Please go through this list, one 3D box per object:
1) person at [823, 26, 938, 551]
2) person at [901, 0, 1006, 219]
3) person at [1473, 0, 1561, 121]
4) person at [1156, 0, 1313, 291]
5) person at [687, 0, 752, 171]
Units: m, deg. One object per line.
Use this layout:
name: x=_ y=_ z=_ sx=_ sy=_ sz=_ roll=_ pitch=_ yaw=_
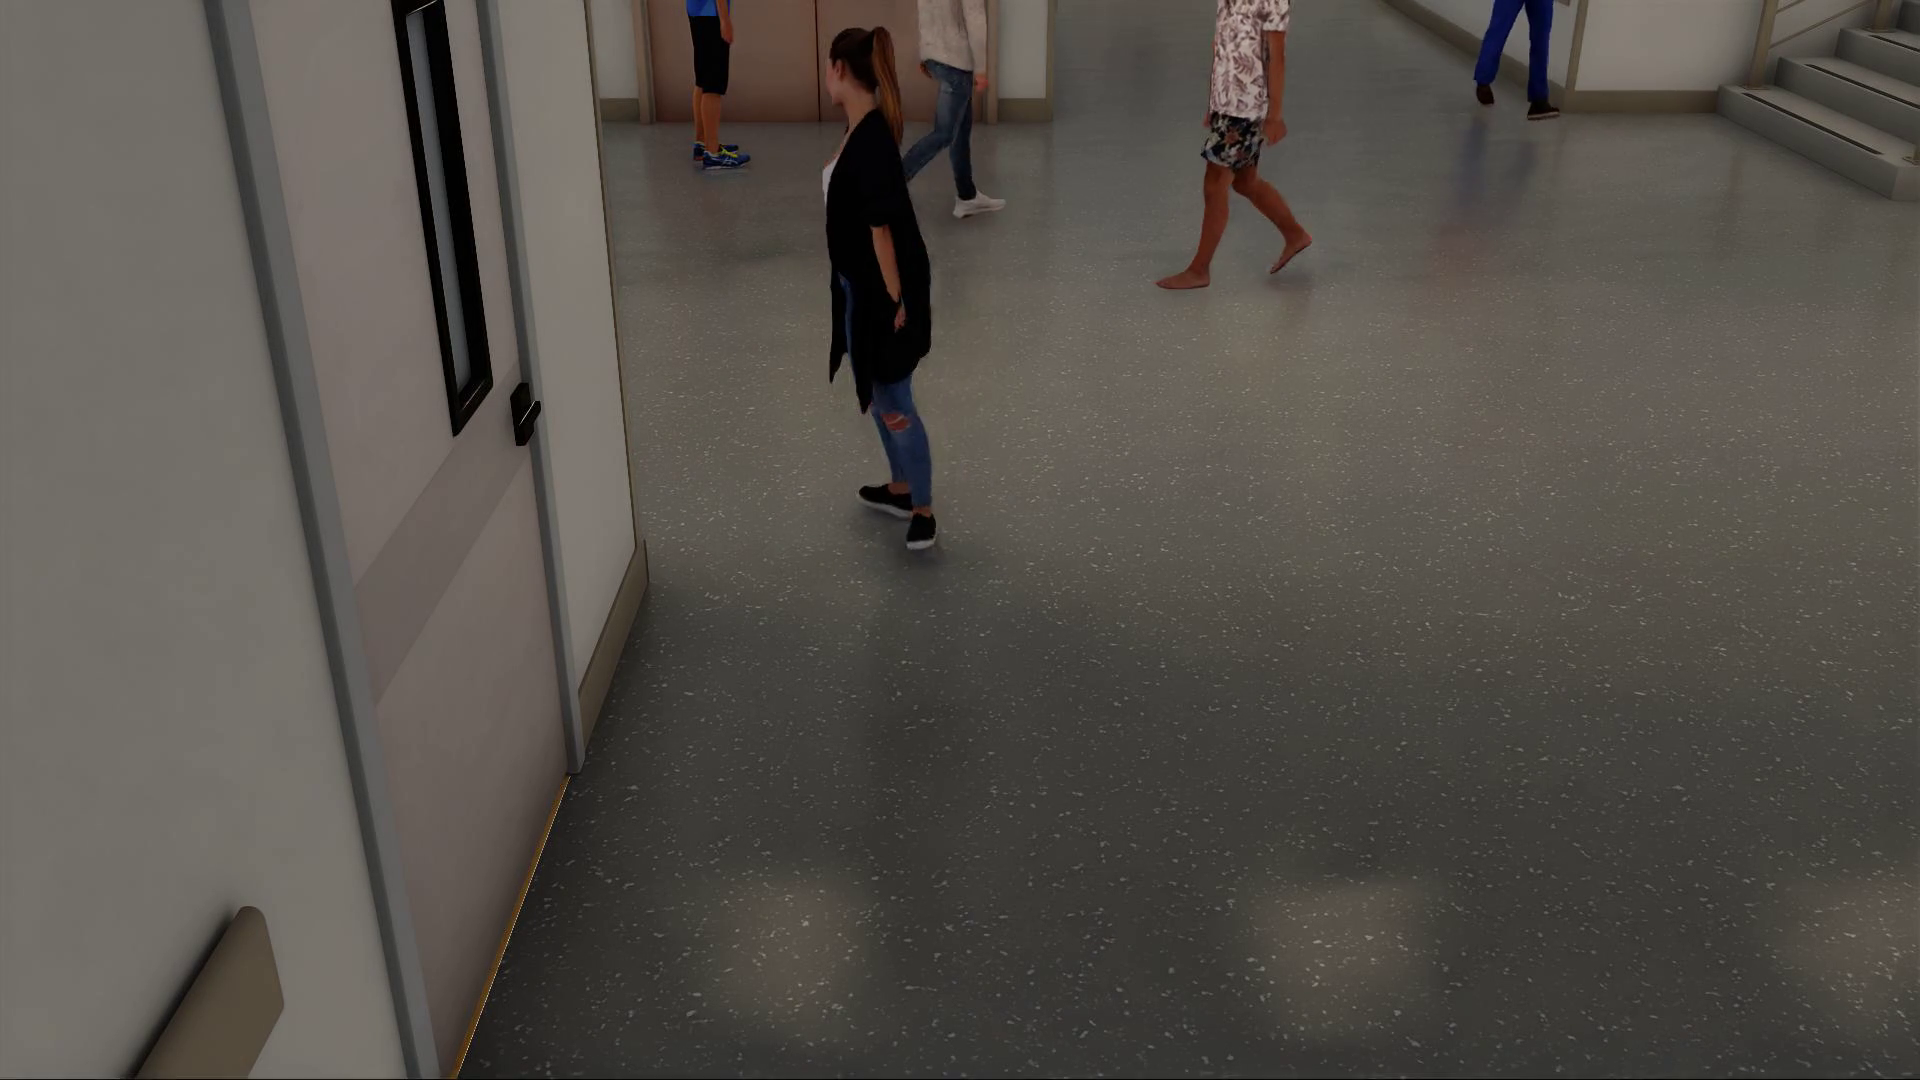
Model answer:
person: x=-0.218 y=-0.797 z=5.448 sx=0.633 sy=1.669 sz=0.817 roll=-9 pitch=27 yaw=-17
person: x=-0.144 y=-2.570 z=8.949 sx=1.284 sy=1.823 sz=1.083 roll=-15 pitch=29 yaw=-28
person: x=3.943 y=-3.905 z=11.740 sx=1.259 sy=1.803 sz=0.916 roll=-5 pitch=26 yaw=-10
person: x=1.443 y=-2.105 z=8.013 sx=1.212 sy=1.799 sz=0.910 roll=-7 pitch=27 yaw=-15
person: x=-1.569 y=-3.286 z=10.389 sx=0.670 sy=1.862 sz=0.672 roll=-9 pitch=27 yaw=-17
